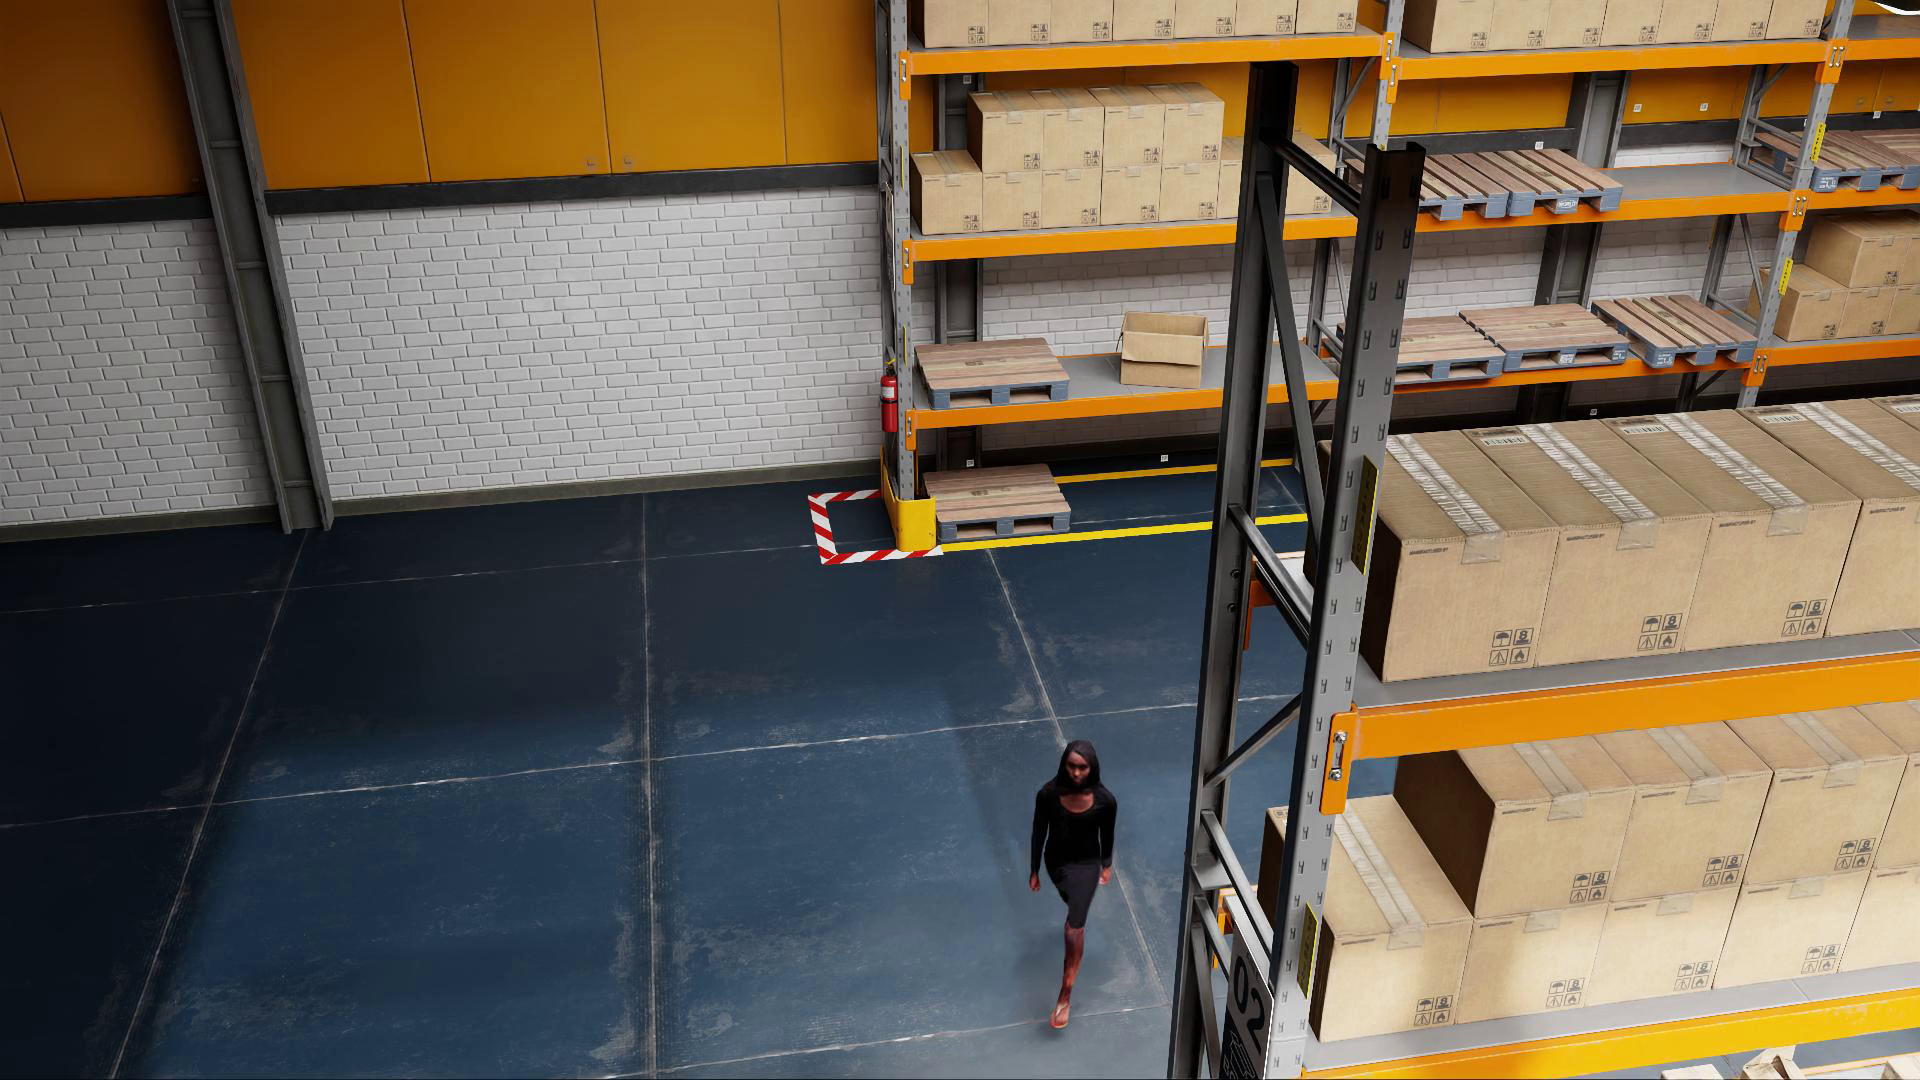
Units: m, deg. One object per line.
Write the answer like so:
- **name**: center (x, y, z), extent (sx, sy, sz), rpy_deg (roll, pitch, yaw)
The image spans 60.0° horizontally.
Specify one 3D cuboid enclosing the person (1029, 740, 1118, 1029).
- **person**: center (0.661, 1.865, 9.703), extent (1.245, 1.671, 1.053), rpy_deg (7, 29, 12)
